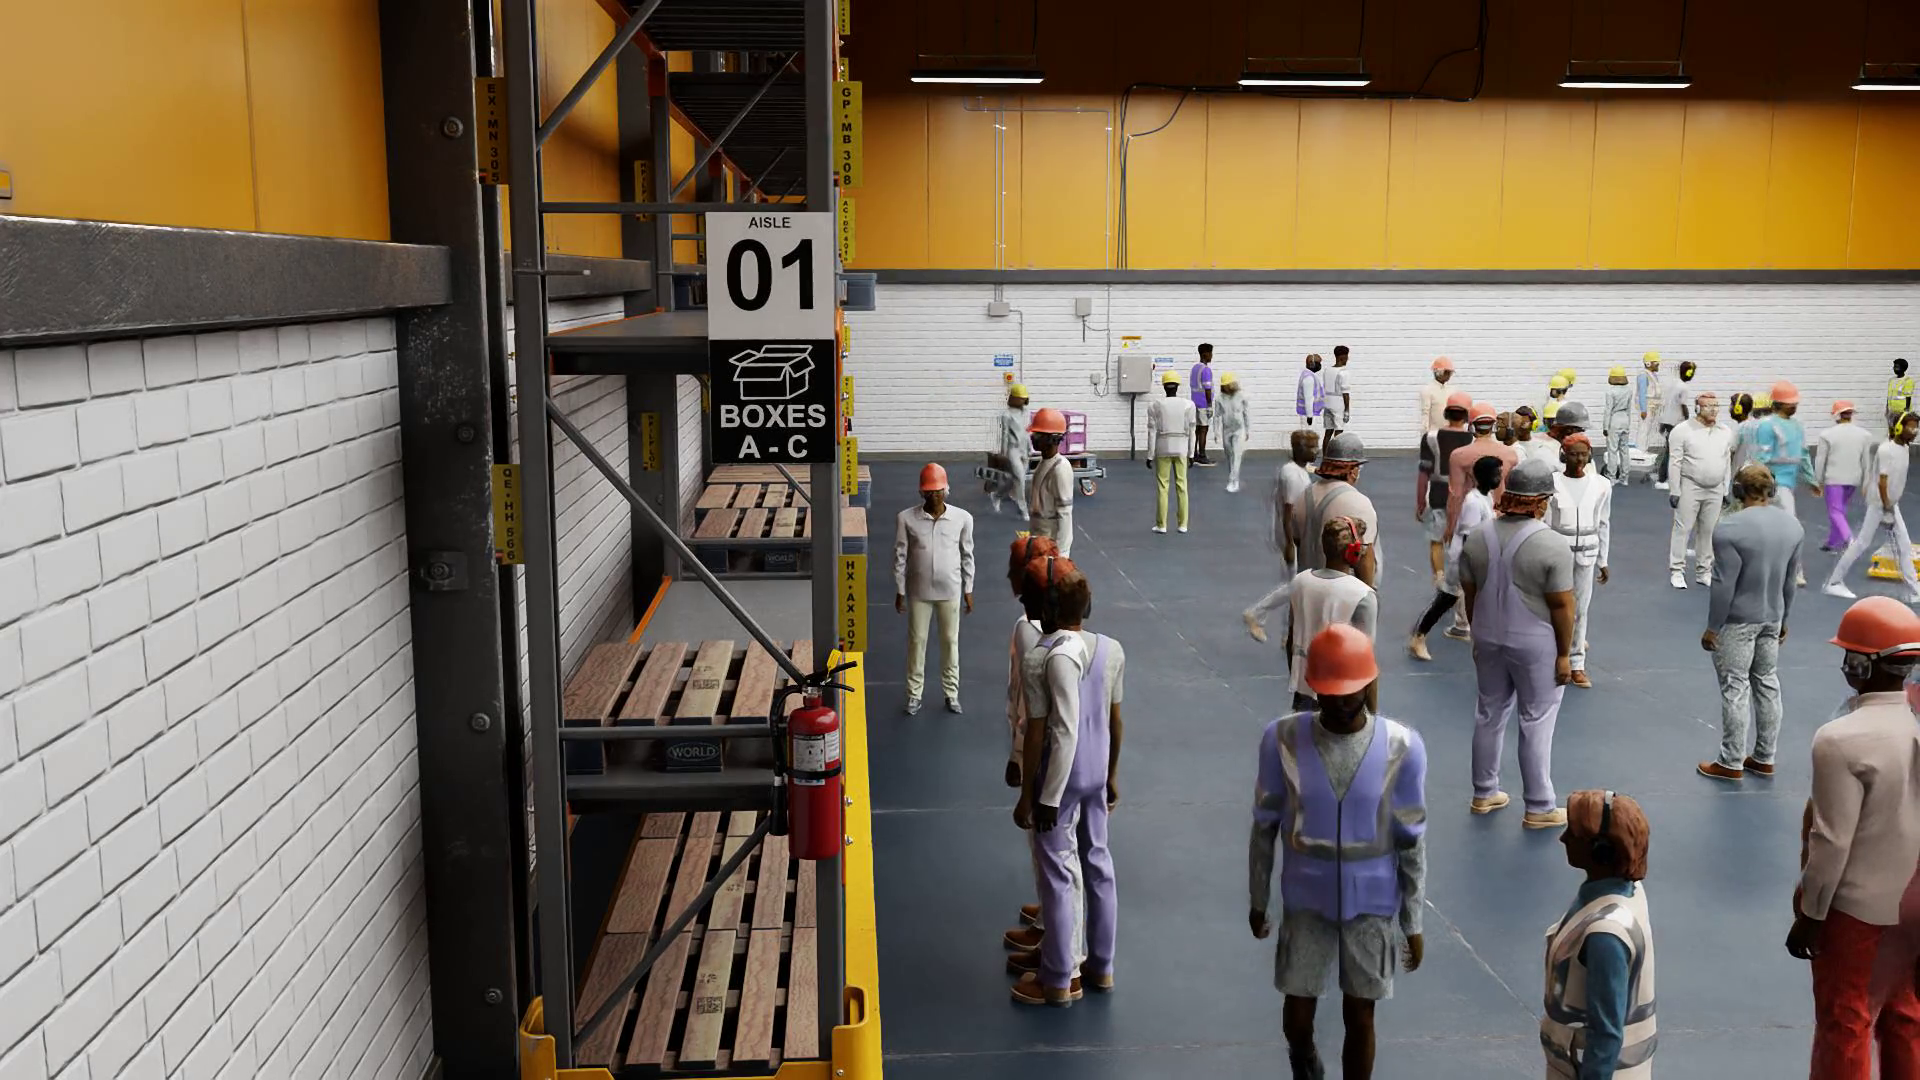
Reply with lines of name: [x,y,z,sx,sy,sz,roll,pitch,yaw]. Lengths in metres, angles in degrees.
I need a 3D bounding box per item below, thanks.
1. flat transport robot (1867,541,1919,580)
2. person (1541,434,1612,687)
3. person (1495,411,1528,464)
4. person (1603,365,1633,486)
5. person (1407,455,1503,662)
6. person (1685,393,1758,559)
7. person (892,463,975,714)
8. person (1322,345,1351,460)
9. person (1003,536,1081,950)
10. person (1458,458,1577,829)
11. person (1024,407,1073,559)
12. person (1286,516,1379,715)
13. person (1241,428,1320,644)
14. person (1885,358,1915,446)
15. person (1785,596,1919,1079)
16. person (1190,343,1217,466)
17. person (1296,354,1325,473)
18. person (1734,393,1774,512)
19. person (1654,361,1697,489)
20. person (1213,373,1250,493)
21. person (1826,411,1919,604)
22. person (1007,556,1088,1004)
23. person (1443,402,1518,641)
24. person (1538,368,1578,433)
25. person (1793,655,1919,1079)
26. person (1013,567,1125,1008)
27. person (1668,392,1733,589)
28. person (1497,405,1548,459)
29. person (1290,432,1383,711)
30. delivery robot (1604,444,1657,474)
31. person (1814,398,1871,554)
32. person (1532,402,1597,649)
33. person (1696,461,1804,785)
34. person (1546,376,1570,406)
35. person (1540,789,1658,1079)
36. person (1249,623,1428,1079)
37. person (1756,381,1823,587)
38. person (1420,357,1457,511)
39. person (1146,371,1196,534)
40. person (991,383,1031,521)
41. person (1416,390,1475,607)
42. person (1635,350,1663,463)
flat transport robot: [9.712,0.212,16.924,0.652,0.197,1.431,7,11,35]
person: [4.482,0.153,12.244,0.586,1.883,0.340,0,9,3]
person: [4.826,-0.221,14.716,0.341,1.846,0.510,1,9,8]
person: [9.478,-1.650,24.036,0.488,1.737,0.315,-4,10,-24]
person: [3.925,0.143,13.015,0.793,1.654,0.554,5,10,28]
person: [8.038,-0.609,17.237,0.985,1.819,0.539,8,12,43]
person: [-0.180,0.336,11.505,0.572,1.750,0.330,-1,9,-4]
person: [5.872,-2.056,25.907,0.379,1.958,0.599,-4,10,-26]
person: [0.379,0.908,7.560,0.359,1.877,0.571,3,9,18]
person: [3.135,0.556,9.227,0.537,2.000,0.680,-7,11,-36]
person: [0.661,0.020,12.567,0.370,2.048,0.605,-2,9,-12]
person: [1.862,0.795,8.337,0.376,1.841,0.571,-6,11,-32]
person: [2.625,0.005,13.350,0.559,1.830,0.526,4,10,24]
person: [15.314,-2.120,27.134,0.322,1.690,0.532,-2,9,-11]
person: [2.987,1.172,5.503,0.623,1.992,0.396,-4,10,-23]
person: [3.879,-2.164,26.538,0.361,1.963,0.613,-3,9,-16]
person: [5.397,-1.951,25.630,0.430,1.835,0.628,2,9,11]
person: [8.706,-0.713,18.091,0.526,1.757,0.405,-2,9,-13]
person: [10.123,-1.617,23.506,0.528,1.833,0.553,0,9,0]
person: [3.779,-1.494,23.201,0.489,1.675,0.935,4,10,23]
person: [8.621,-0.309,15.435,0.560,1.798,1.001,-6,11,-35]
person: [0.382,0.992,6.981,0.355,1.883,0.576,0,9,0]
person: [4.310,-0.147,13.813,0.621,1.984,0.391,-2,9,-10]
person: [8.477,-1.601,23.775,0.419,1.719,0.683,-3,9,-16]
person: [3.171,1.142,5.548,0.713,2.000,0.547,0,9,2]
person: [0.452,1.018,6.932,0.508,1.844,0.336,-6,11,-32]
person: [7.191,-0.480,16.141,0.642,1.913,0.408,-1,9,-9]
person: [5.101,-0.295,15.129,0.521,1.864,0.335,3,9,17]
person: [2.481,0.302,10.820,0.535,2.000,0.680,-5,10,-28]
delivery robot: [9.861,-1.175,24.451,0.707,0.478,0.477,5,10,30]
person: [9.520,-0.667,17.894,0.566,1.722,0.759,-1,9,-4]
person: [4.881,-0.100,13.343,0.689,2.000,0.538,-7,12,-39]
person: [4.714,0.493,9.945,0.635,1.936,0.353,-3,10,-20]
person: [7.622,-1.215,21.236,0.338,1.757,0.518,4,10,24]
person: [1.763,1.489,4.622,0.309,1.641,0.514,4,10,22]
person: [1.260,1.199,5.572,0.581,1.915,0.512,2,9,13]
person: [8.097,-0.561,16.349,0.685,2.002,0.701,-7,11,-36]
person: [6.153,-1.360,21.482,0.666,1.972,0.385,-8,12,-40]
person: [2.474,-1.027,19.554,0.585,1.917,0.382,-1,9,-6]
person: [0.651,-1.103,20.668,0.730,1.719,0.489,9,12,43]
person: [4.427,-0.344,14.967,0.611,2.011,0.833,2,9,13]
person: [11.048,-2.121,26.685,0.404,1.833,0.589,6,11,35]
